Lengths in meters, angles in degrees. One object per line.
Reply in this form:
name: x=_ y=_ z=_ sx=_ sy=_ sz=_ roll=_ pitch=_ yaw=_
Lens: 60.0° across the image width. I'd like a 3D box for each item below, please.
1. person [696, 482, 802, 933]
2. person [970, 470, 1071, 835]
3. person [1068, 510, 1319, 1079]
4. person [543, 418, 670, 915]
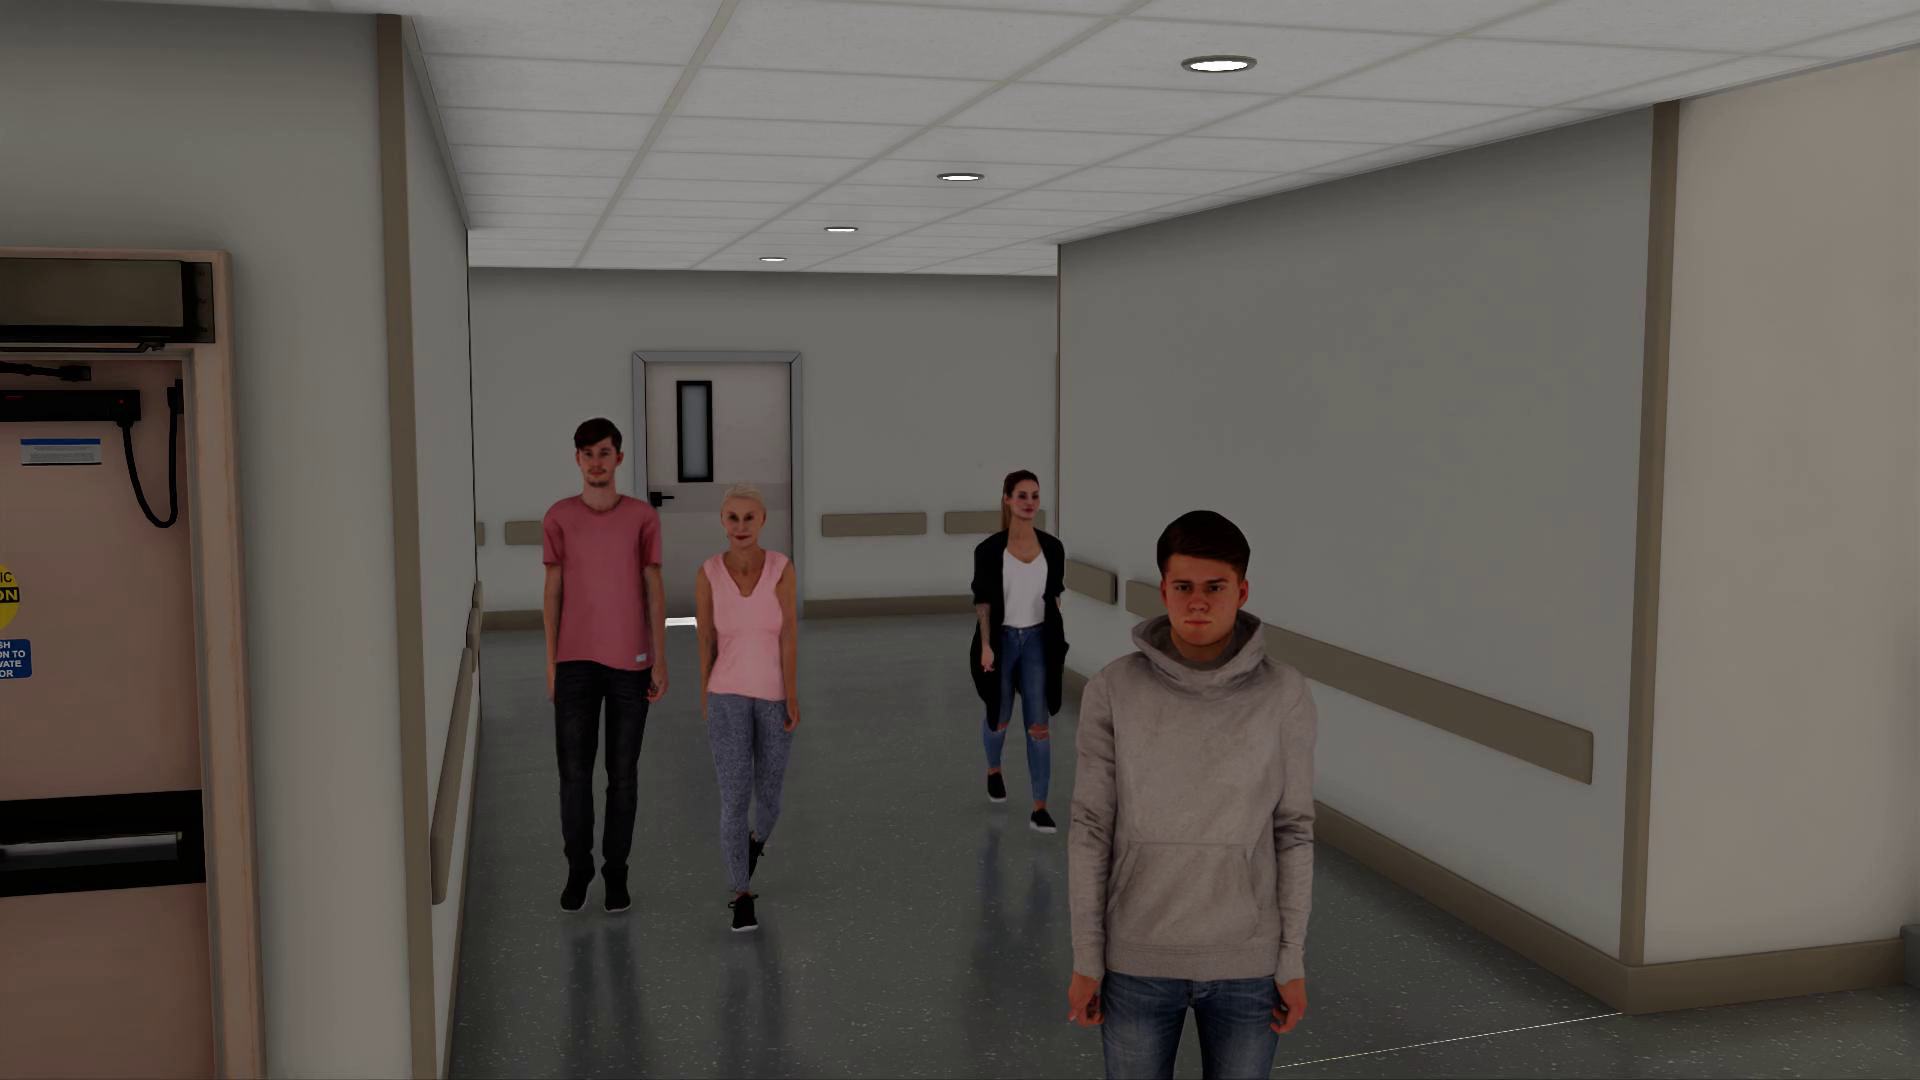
person: x=-0.823 y=0.628 z=6.533 sx=0.973 sy=1.698 sz=0.674 roll=0 pitch=6 yaw=-3
person: x=0.236 y=0.522 z=7.872 sx=1.087 sy=1.641 sz=0.770 roll=-1 pitch=6 yaw=-8
person: x=0.493 y=0.855 z=3.501 sx=0.640 sy=1.853 sz=0.799 roll=1 pitch=6 yaw=6
person: x=-1.411 y=0.491 z=6.648 sx=0.516 sy=1.947 sz=0.668 roll=-1 pitch=6 yaw=-15
